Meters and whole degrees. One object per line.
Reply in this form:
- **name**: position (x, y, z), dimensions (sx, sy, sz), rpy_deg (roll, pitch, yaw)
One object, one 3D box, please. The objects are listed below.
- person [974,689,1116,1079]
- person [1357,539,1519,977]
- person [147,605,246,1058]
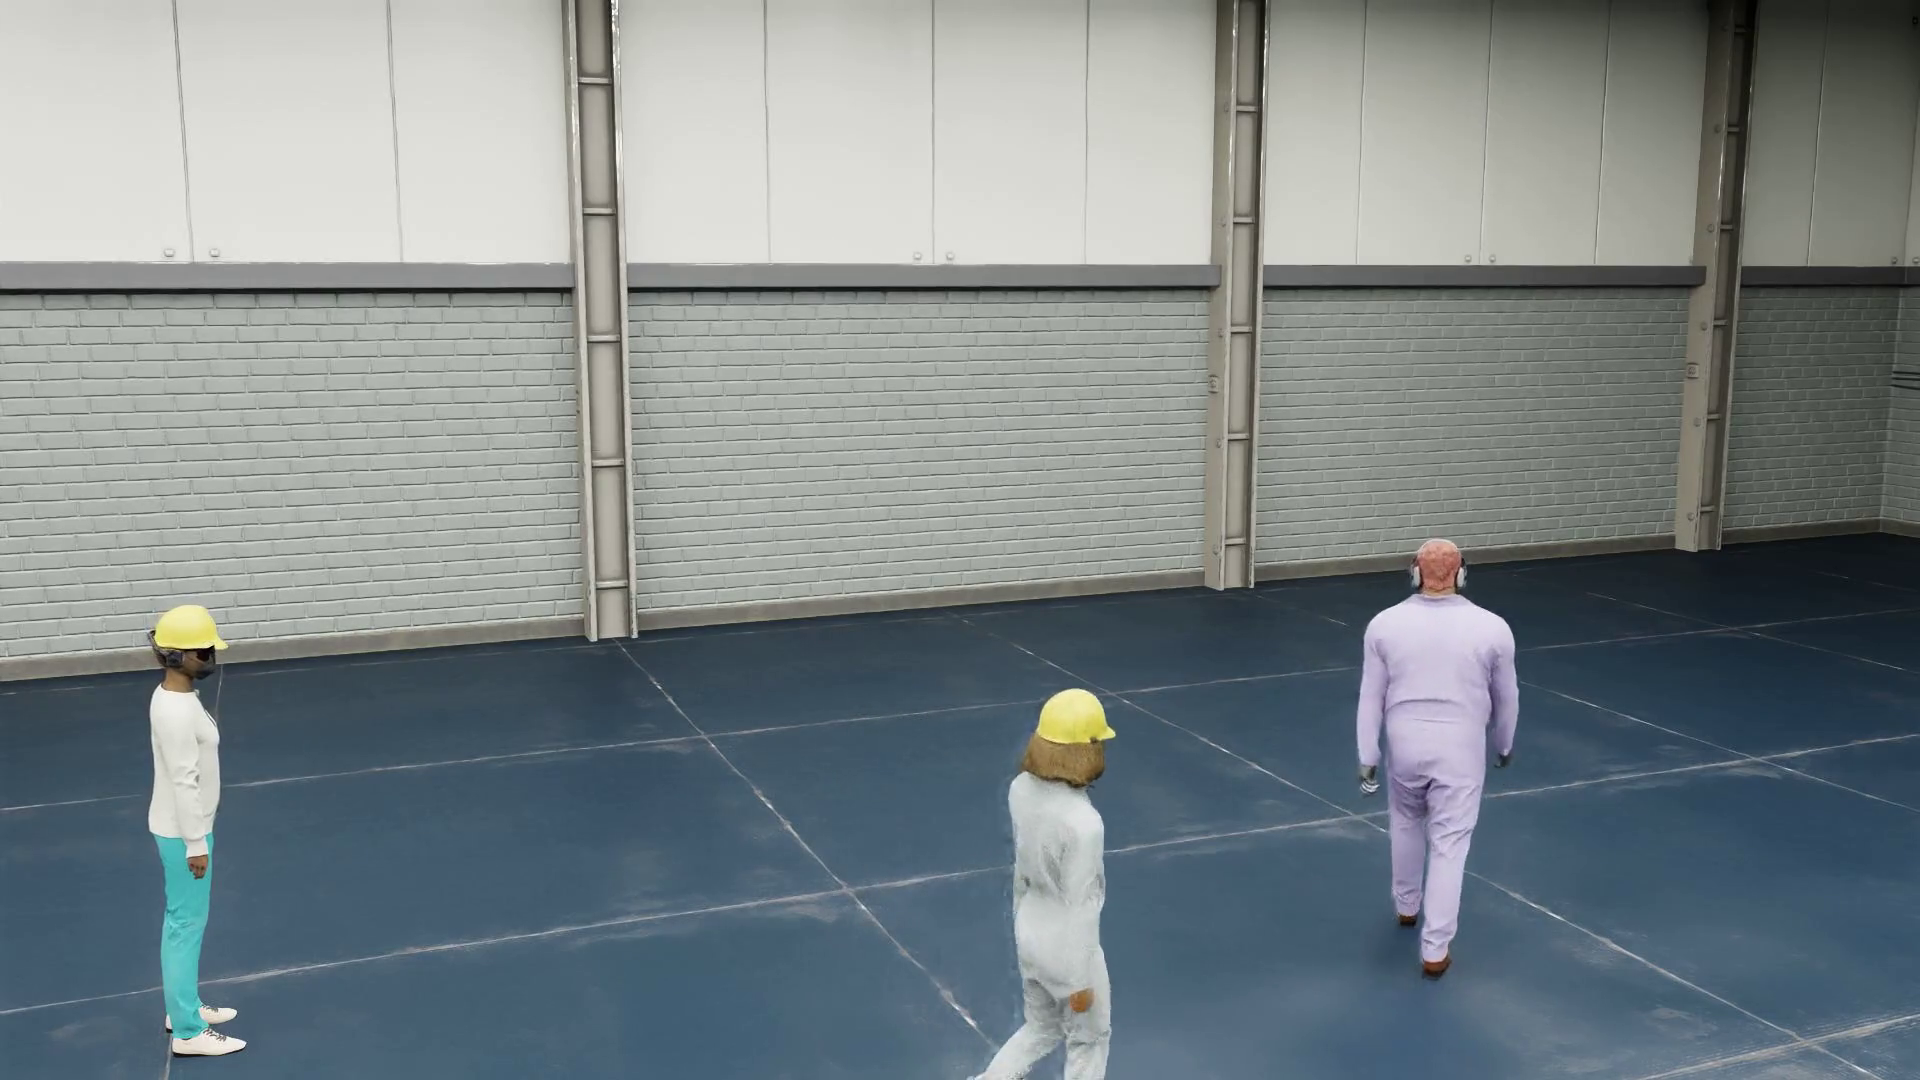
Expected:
- **person**: position (0.272, 1.323, 5.399), dimensions (0.574, 1.720, 0.493), rpy_deg (-5, 11, -31)
- **person**: position (2.149, 0.923, 7.457), dimensions (0.650, 1.864, 0.931), rpy_deg (4, 10, 25)
- **person**: position (-2.999, 1.125, 6.519), dimensions (0.323, 1.765, 0.533), rpy_deg (-5, 10, -27)
